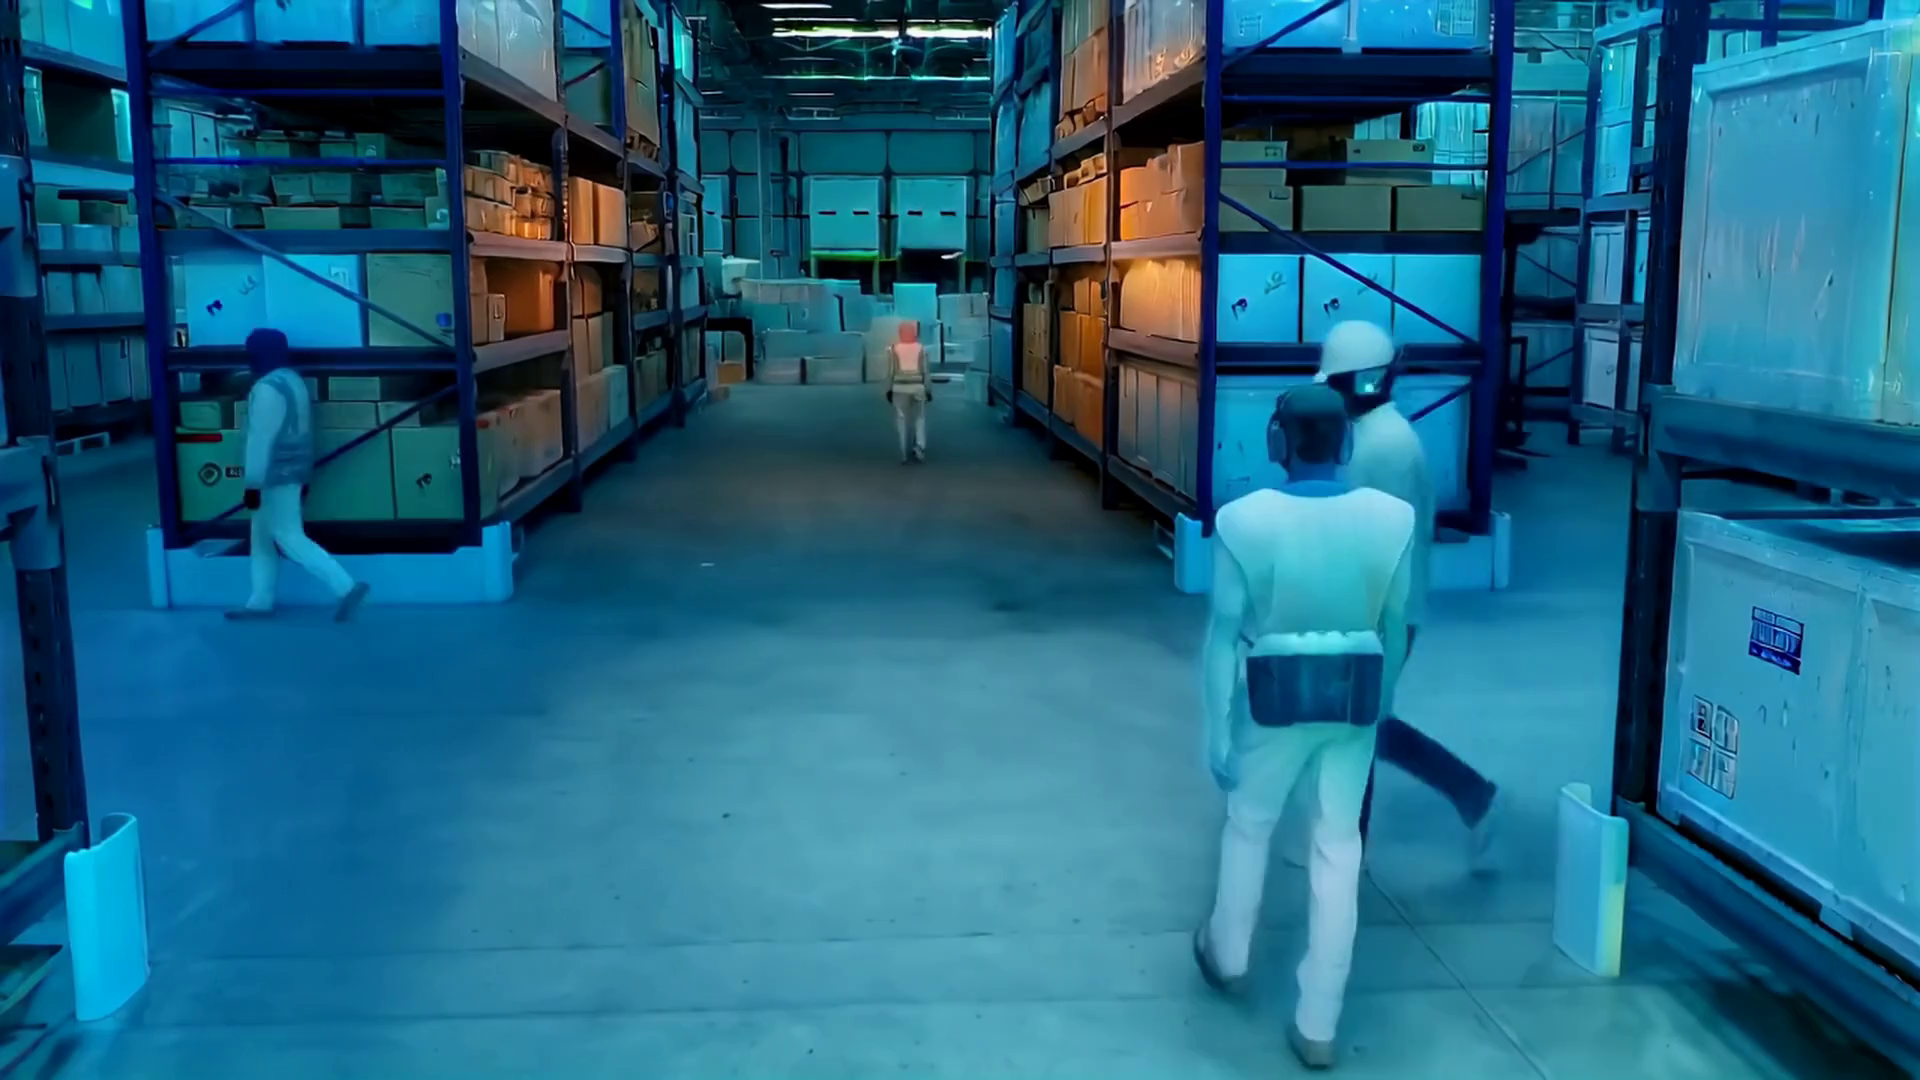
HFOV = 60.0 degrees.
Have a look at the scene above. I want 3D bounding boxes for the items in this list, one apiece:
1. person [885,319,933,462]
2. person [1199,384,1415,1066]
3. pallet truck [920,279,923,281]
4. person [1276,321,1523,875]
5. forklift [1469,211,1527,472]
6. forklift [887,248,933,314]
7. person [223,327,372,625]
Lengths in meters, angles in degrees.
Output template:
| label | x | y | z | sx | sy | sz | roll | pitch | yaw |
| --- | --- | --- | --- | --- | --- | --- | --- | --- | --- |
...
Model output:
| label | x | y | z | sx | sy | sz | roll | pitch | yaw |
| --- | --- | --- | --- | --- | --- | --- | --- | --- | --- |
| person | -0.572 | -1.669 | 18.728 | 0.530 | 1.624 | 0.450 | 0 | 9 | -1 |
| person | 0.947 | 0.475 | 4.670 | 0.569 | 1.814 | 0.806 | 0 | 9 | -1 |
| pallet truck | -0.932 | -8.922 | 63.114 | 1.885 | 1.965 | 0.823 | 2 | 9 | 13 |
| person | 1.531 | 0.235 | 5.741 | 0.738 | 1.963 | 0.654 | 1 | 9 | 8 |
| forklift | 5.392 | -2.225 | 18.304 | 1.129 | 2.768 | 1.873 | -1 | 9 | -4 |
| forklift | -1.178 | -6.445 | 44.800 | 1.129 | 2.768 | 1.873 | -7 | 11 | -37 |
| person | -4.017 | -0.369 | 9.989 | 0.853 | 1.816 | 0.620 | -1 | 9 | -9 |
